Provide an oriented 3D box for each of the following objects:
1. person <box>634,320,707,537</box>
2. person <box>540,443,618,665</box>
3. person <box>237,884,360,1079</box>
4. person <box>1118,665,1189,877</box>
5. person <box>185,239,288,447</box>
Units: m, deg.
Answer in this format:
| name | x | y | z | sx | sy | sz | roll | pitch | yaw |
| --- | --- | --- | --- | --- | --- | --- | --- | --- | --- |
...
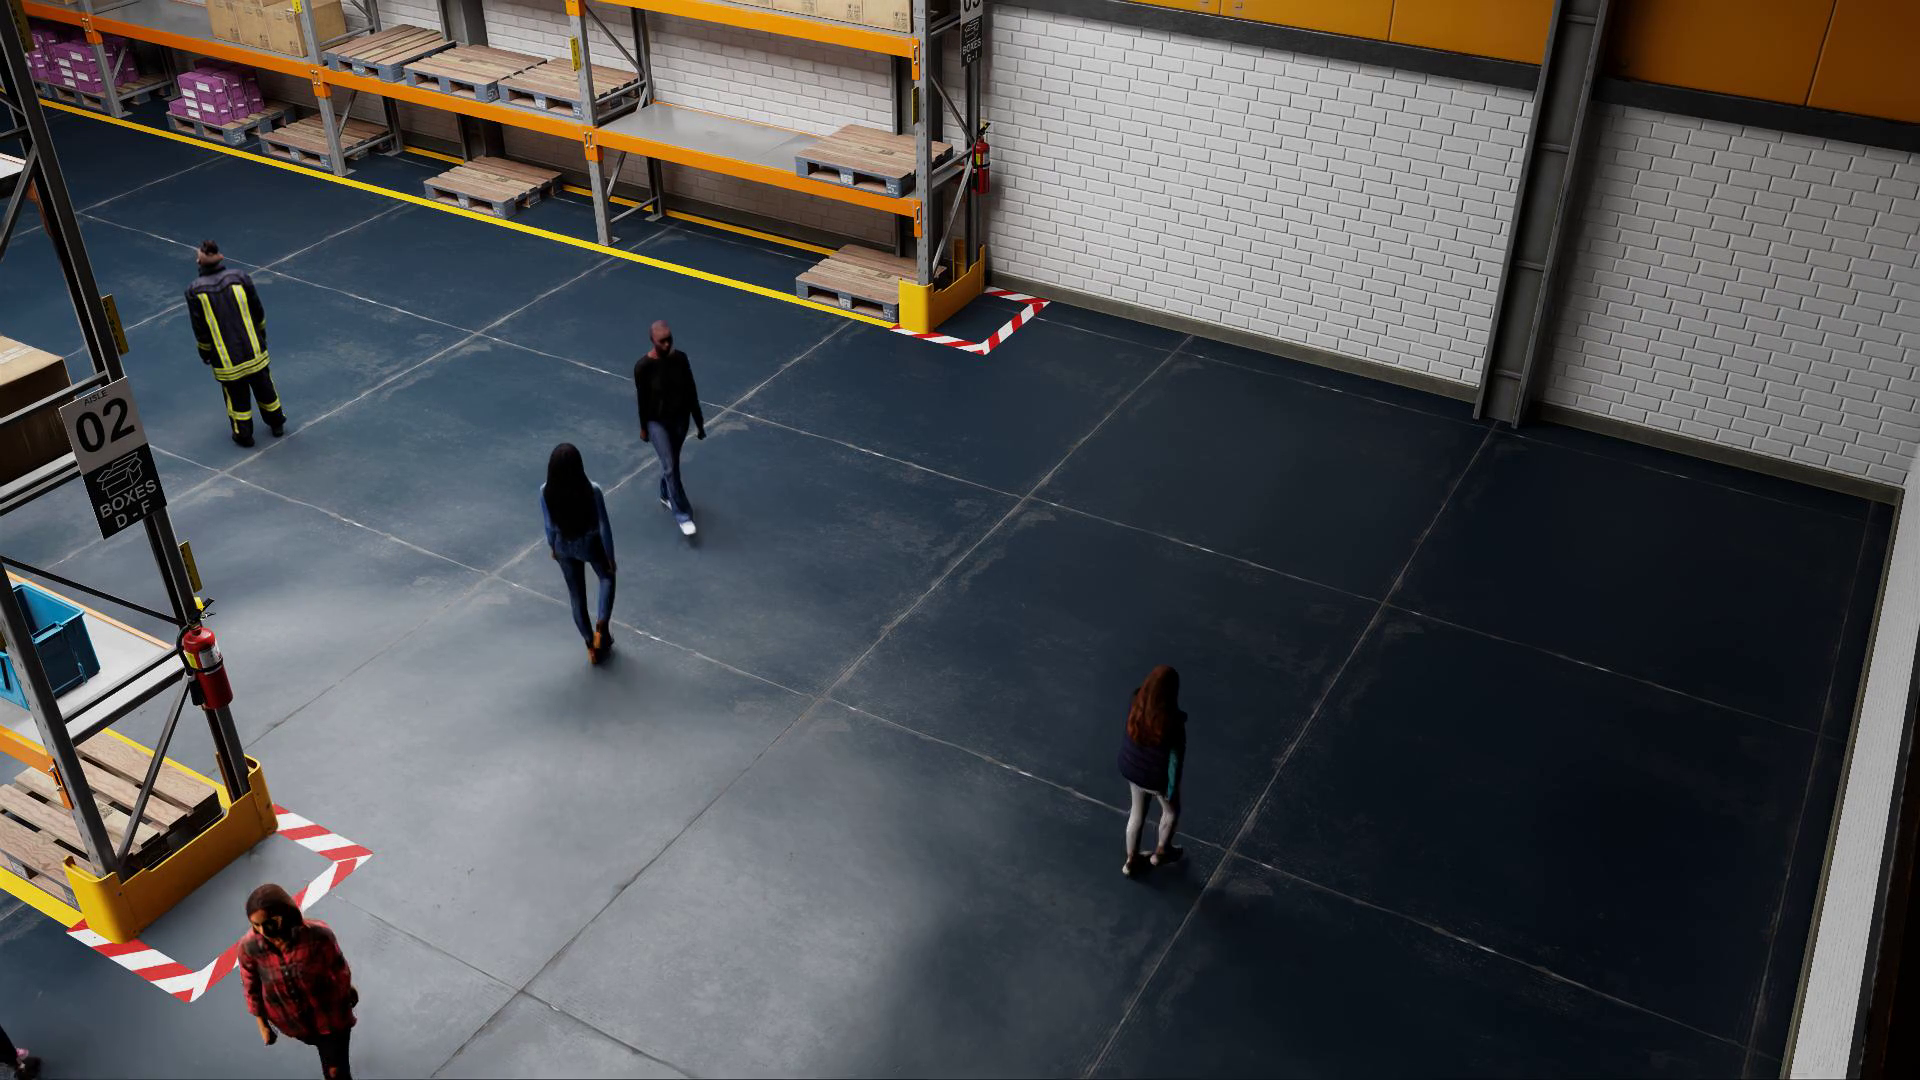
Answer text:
| name | x | y | z | sx | sy | sz | roll | pitch | yaw |
| --- | --- | --- | --- | --- | --- | --- | --- | --- | --- |
| person | -2.309 | -0.953 | 12.938 | 0.881 | 1.718 | 1.076 | -22 | 39 | -29 |
| person | -2.588 | 0.144 | 11.303 | 0.698 | 1.703 | 0.798 | 1 | 34 | 1 |
| person | -3.202 | 2.249 | 8.181 | 1.110 | 1.653 | 1.135 | -7 | 34 | -10 |
| person | 1.063 | 1.371 | 9.650 | 0.667 | 1.488 | 0.709 | 29 | 43 | 36 |
| person | -6.065 | -1.661 | 13.877 | 0.846 | 1.859 | 0.829 | -24 | 40 | -31 |
